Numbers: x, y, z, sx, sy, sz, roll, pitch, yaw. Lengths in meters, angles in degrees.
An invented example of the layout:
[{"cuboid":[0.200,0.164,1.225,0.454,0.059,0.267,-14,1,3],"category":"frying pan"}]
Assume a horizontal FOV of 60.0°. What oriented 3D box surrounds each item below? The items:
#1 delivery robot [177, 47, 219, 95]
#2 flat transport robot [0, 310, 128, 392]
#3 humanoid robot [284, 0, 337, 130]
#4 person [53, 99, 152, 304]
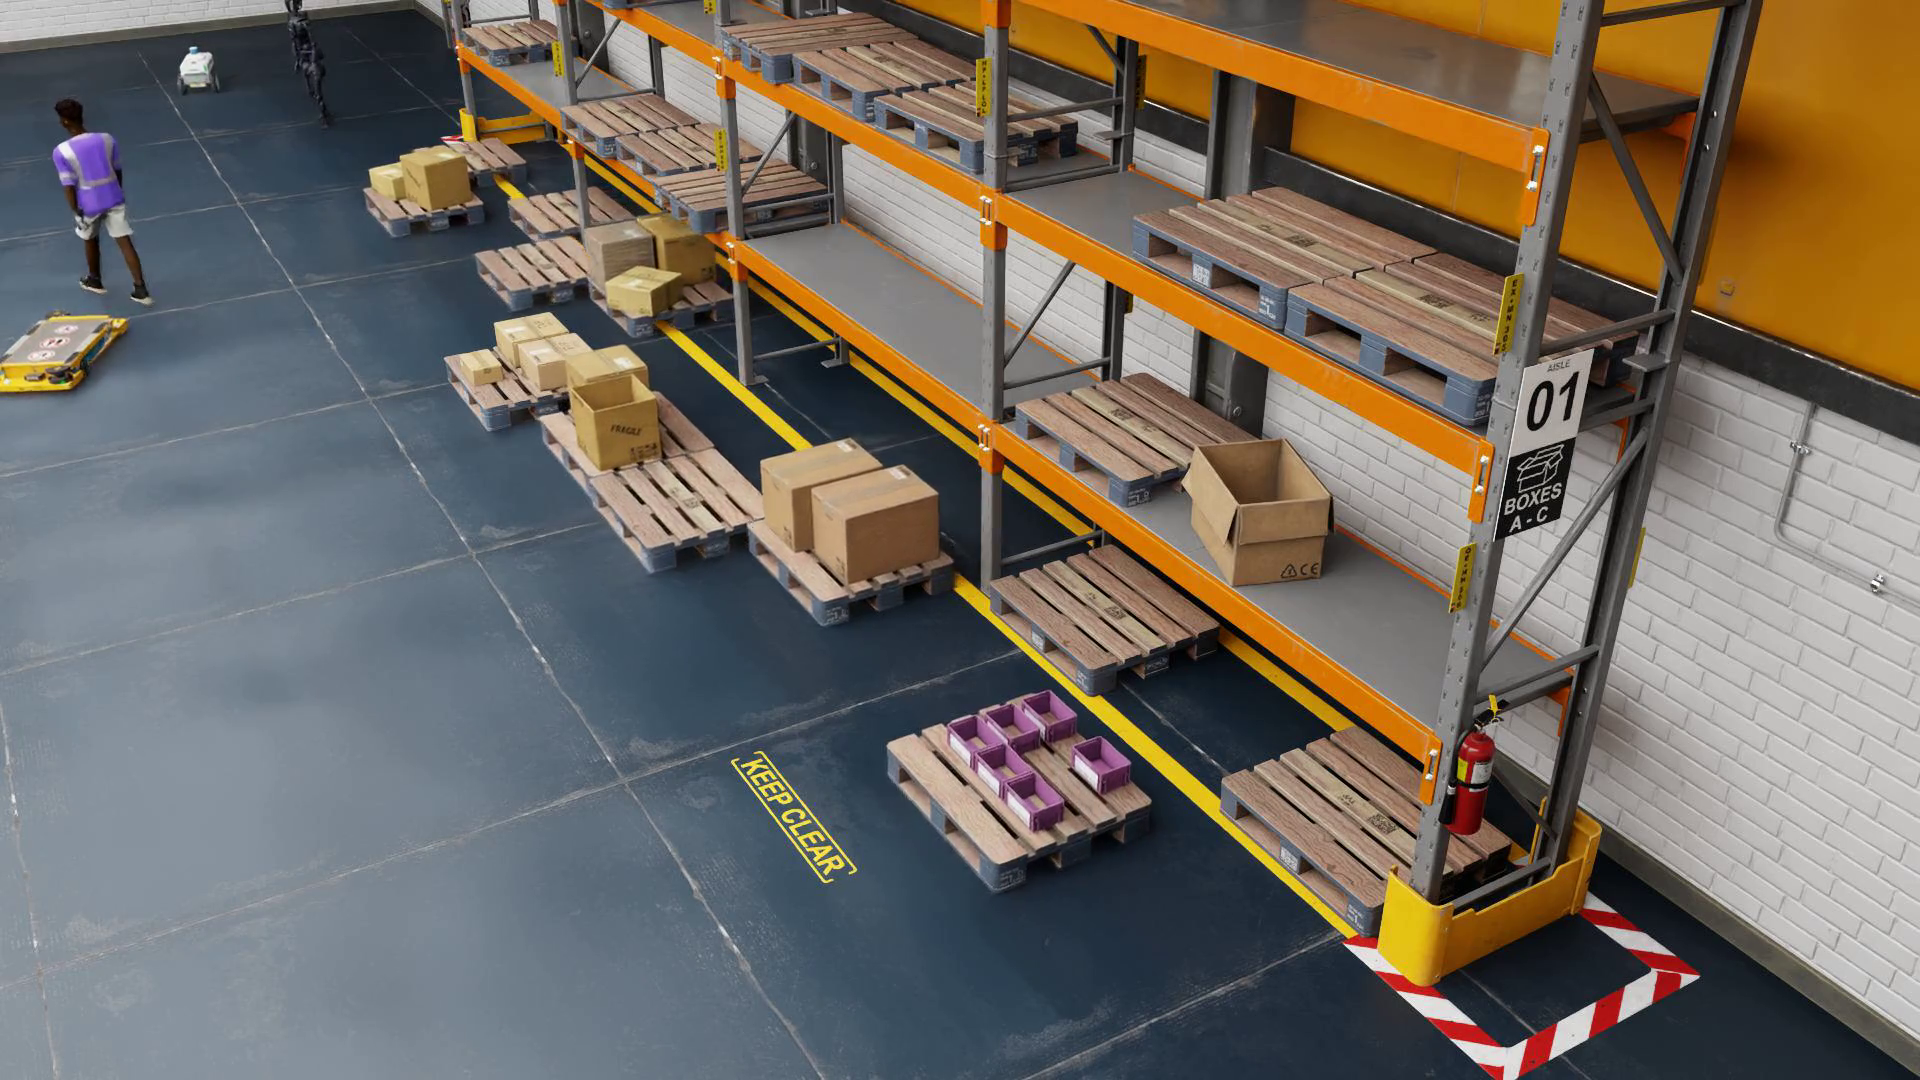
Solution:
[{"cuboid":[-10.358,-6.371,22.603,0.499,0.609,0.807,-8,30,-13],"category":"delivery robot"},{"cuboid":[-7.880,-1.663,14.567,0.659,0.231,1.431,-3,30,-5],"category":"flat transport robot"},{"cuboid":[-8.080,-6.004,20.808,0.469,1.648,0.612,-26,39,-38],"category":"humanoid robot"},{"cuboid":[-8.089,-3.183,15.586,0.600,1.914,0.954,-26,39,-38],"category":"person"}]
